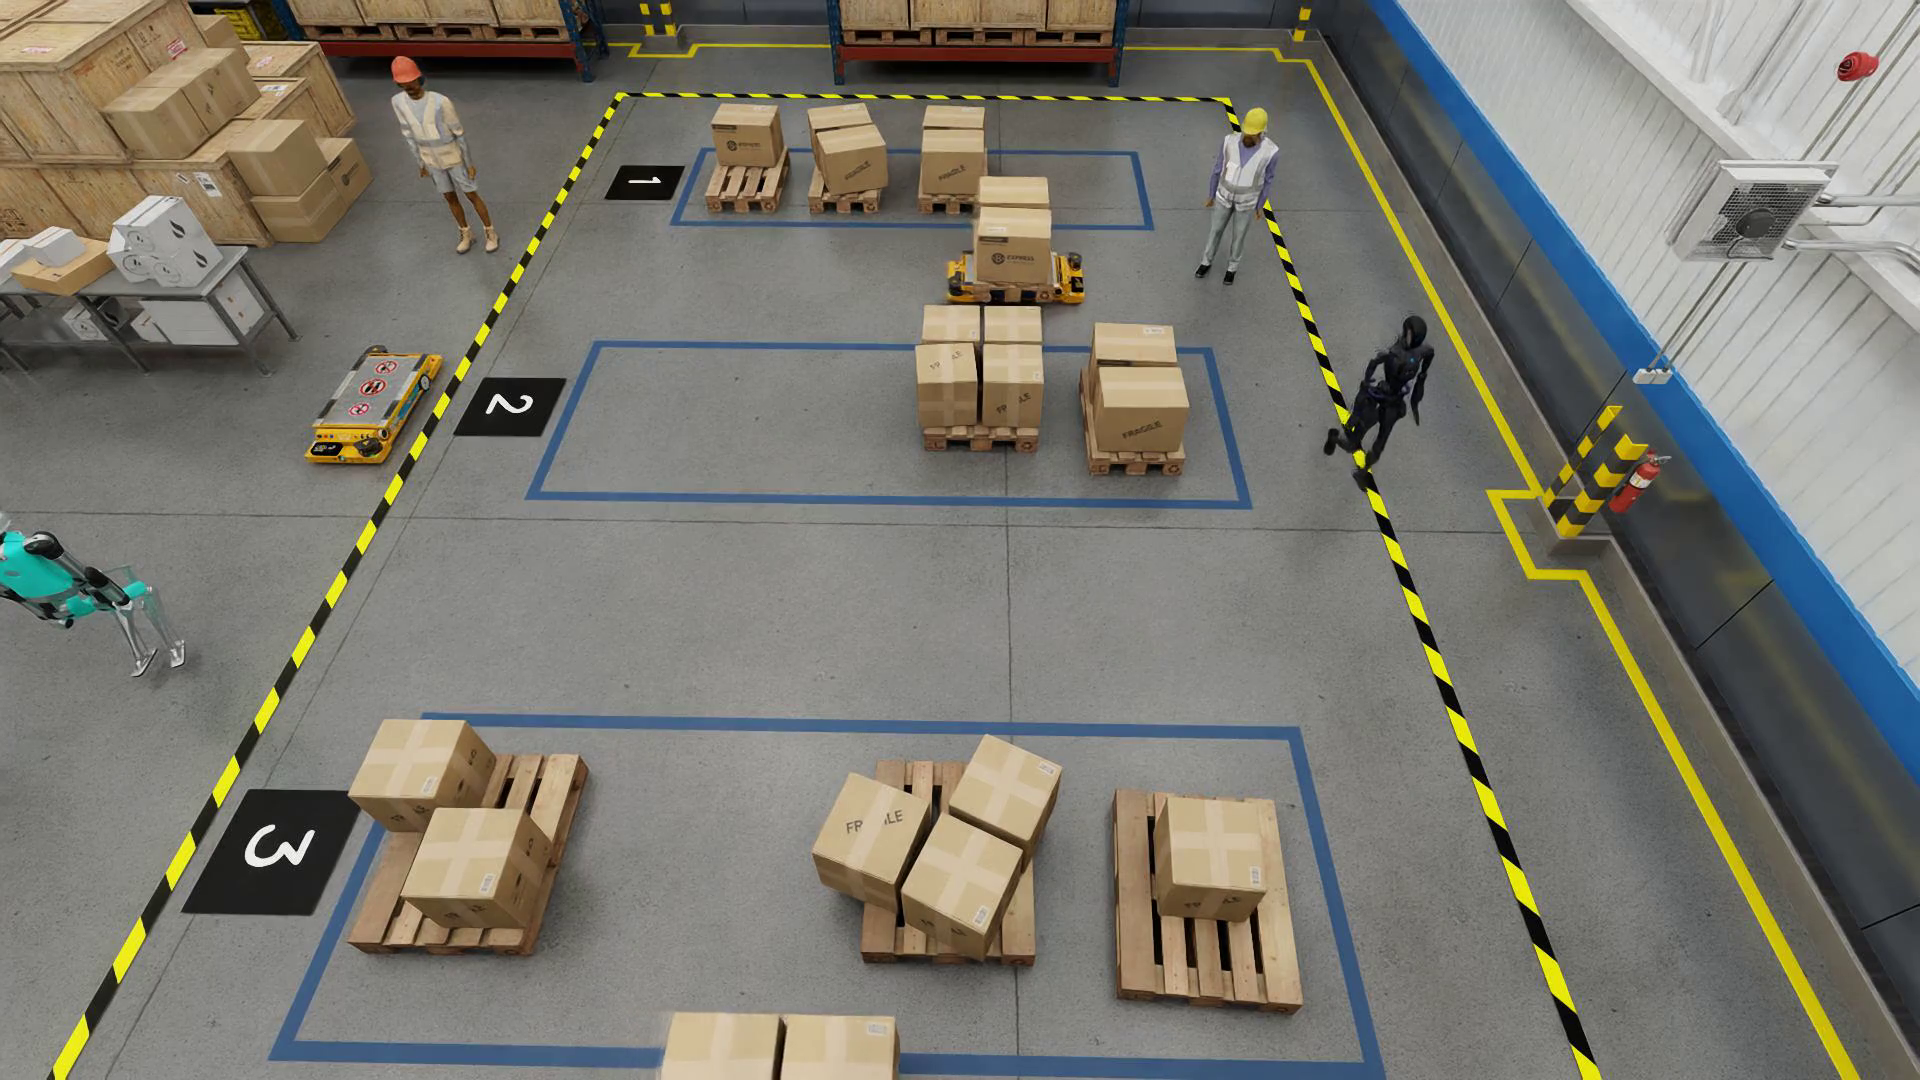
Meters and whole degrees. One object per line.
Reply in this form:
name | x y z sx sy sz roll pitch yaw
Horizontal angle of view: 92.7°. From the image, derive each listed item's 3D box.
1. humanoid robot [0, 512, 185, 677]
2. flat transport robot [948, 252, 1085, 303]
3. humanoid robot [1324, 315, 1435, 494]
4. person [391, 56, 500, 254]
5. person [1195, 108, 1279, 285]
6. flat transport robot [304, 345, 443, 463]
humanoid robot | -5.809 0.265 6.095 0.533 1.673 0.735 -12 51 -10
flat transport robot | 0.590 -2.795 9.713 1.431 0.197 0.652 1 50 1
humanoid robot | 3.415 -1.135 7.409 0.600 1.646 0.526 -7 50 -6
person | -5.386 -3.964 9.558 0.606 2.047 0.366 -1 50 -1
person | 2.794 -3.452 9.264 0.598 1.827 0.404 21 53 17
flat transport robot | -5.383 -1.269 8.441 0.659 0.231 1.431 1 50 1
